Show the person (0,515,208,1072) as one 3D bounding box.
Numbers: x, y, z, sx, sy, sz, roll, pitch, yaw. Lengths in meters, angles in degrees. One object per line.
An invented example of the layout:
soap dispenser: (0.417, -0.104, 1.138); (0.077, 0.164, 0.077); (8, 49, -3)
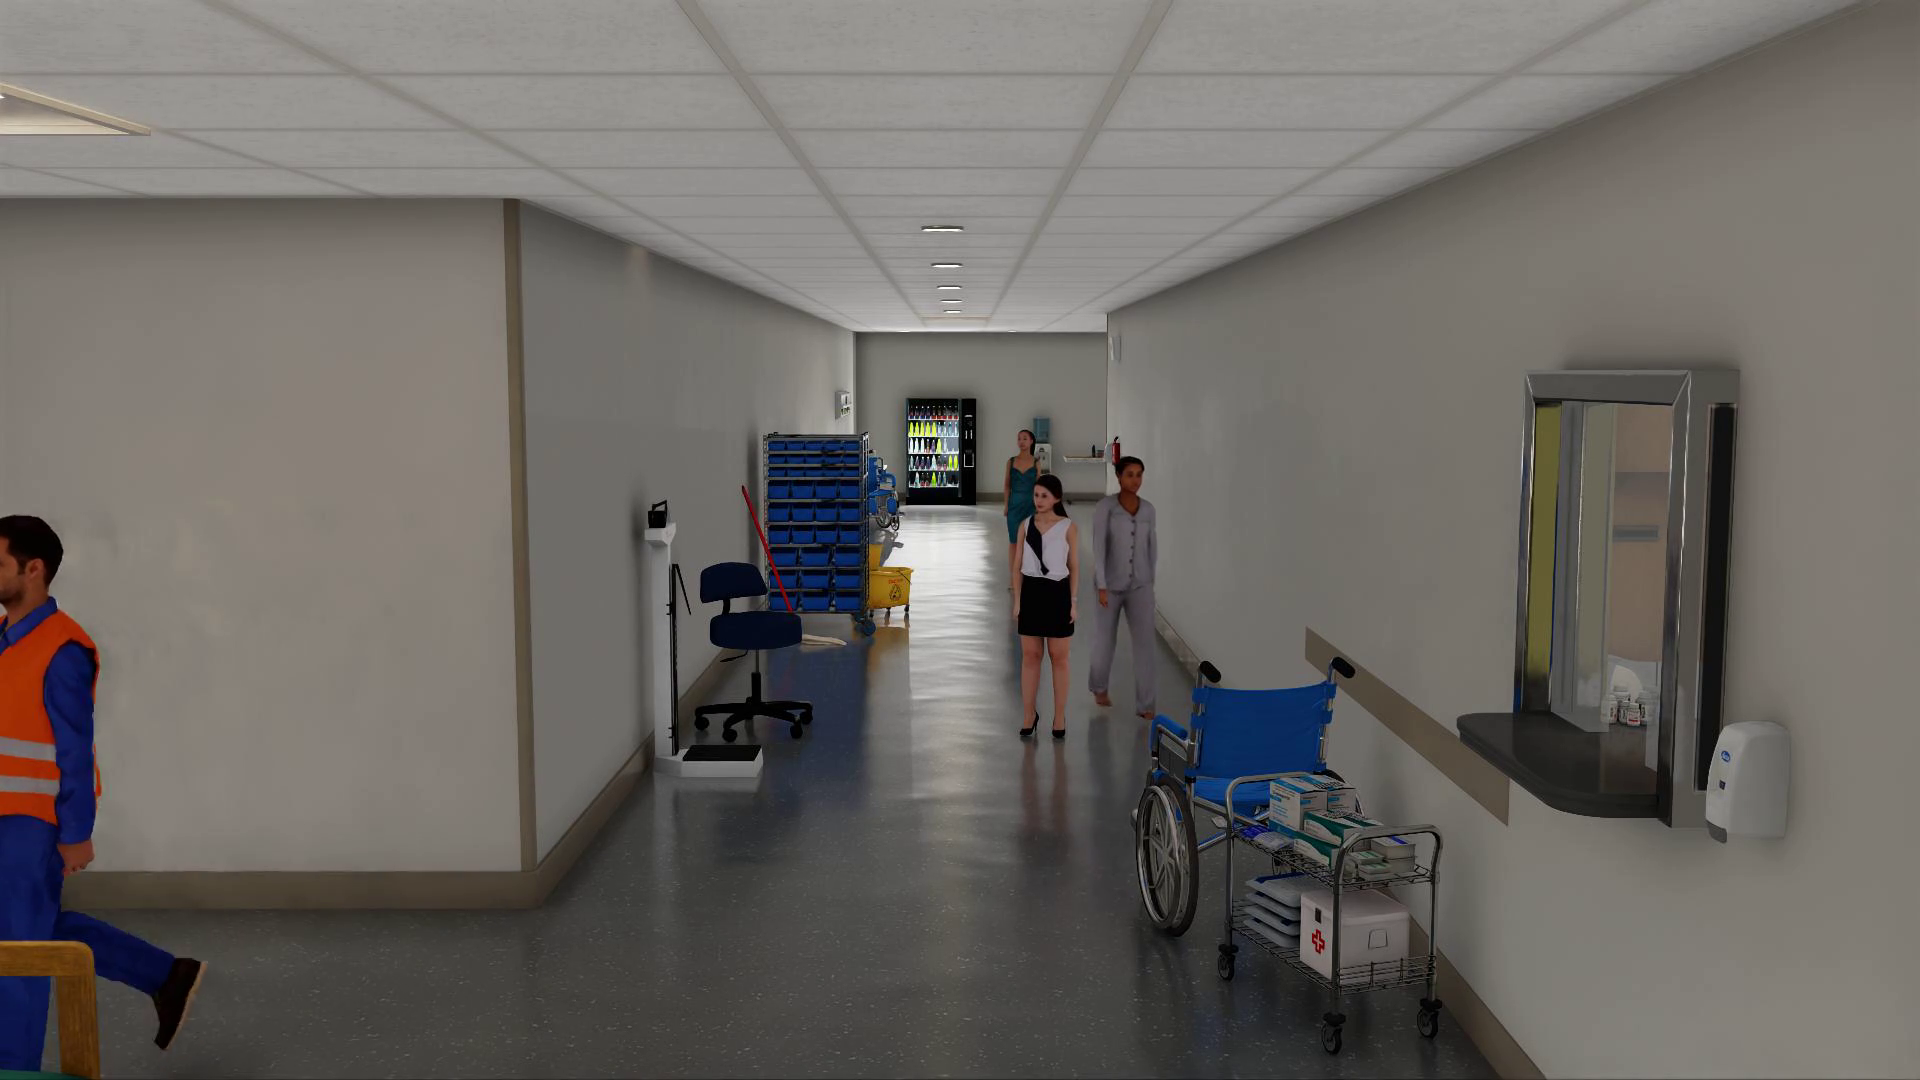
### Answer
person: (-2.724, 0.852, 5.064); (1.156, 1.841, 1.159); (4, 7, 37)

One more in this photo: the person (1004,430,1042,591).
person: (0.664, -0.314, 17.429); (0.482, 1.686, 0.636); (1, 6, 11)

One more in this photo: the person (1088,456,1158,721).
person: (1.042, 0.317, 11.074); (1.116, 1.702, 0.859); (-1, 6, -13)

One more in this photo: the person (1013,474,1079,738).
person: (0.545, 0.410, 10.413); (0.515, 1.649, 0.662); (1, 6, 13)
